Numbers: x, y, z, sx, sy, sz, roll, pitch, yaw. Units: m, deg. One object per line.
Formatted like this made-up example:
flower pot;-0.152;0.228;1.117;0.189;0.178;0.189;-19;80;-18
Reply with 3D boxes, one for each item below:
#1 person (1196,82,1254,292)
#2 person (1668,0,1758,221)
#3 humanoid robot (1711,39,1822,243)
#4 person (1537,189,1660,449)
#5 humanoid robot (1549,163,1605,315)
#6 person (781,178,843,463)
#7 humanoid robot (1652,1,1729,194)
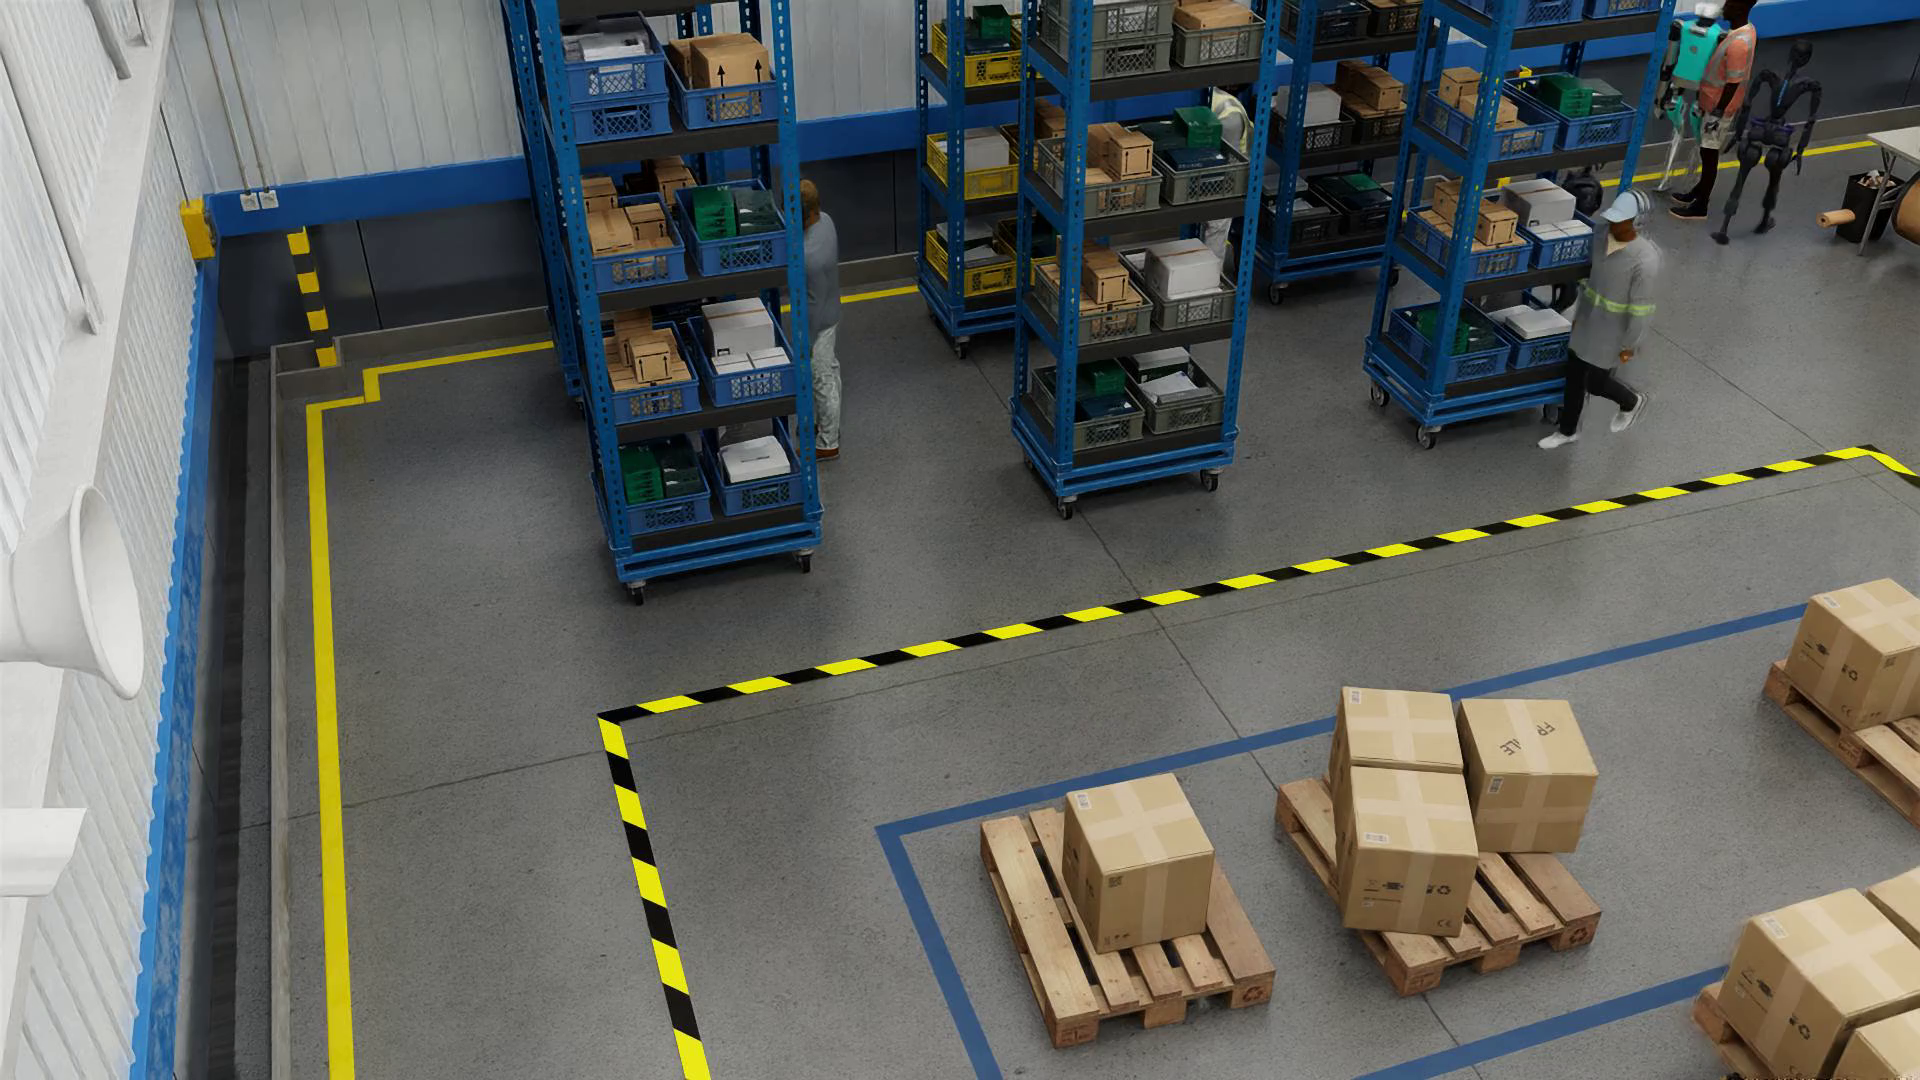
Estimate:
person;1.994;-2.755;12.596;0.430;1.845;0.619;-6;36;-8
person;6.244;-3.606;13.697;0.362;1.963;0.611;14;38;19
humanoid robot;6.517;-3.210;13.418;0.615;1.639;0.611;22;41;28
person;4.197;-1.408;10.700;0.615;1.832;0.586;-13;37;-18
humanoid robot;4.254;-2.038;11.719;0.374;1.644;0.603;7;36;10
person;-0.934;-1.389;10.582;0.373;1.934;0.627;1;35;1
humanoid robot;6.198;-3.699;14.053;0.543;1.802;0.766;27;43;33
